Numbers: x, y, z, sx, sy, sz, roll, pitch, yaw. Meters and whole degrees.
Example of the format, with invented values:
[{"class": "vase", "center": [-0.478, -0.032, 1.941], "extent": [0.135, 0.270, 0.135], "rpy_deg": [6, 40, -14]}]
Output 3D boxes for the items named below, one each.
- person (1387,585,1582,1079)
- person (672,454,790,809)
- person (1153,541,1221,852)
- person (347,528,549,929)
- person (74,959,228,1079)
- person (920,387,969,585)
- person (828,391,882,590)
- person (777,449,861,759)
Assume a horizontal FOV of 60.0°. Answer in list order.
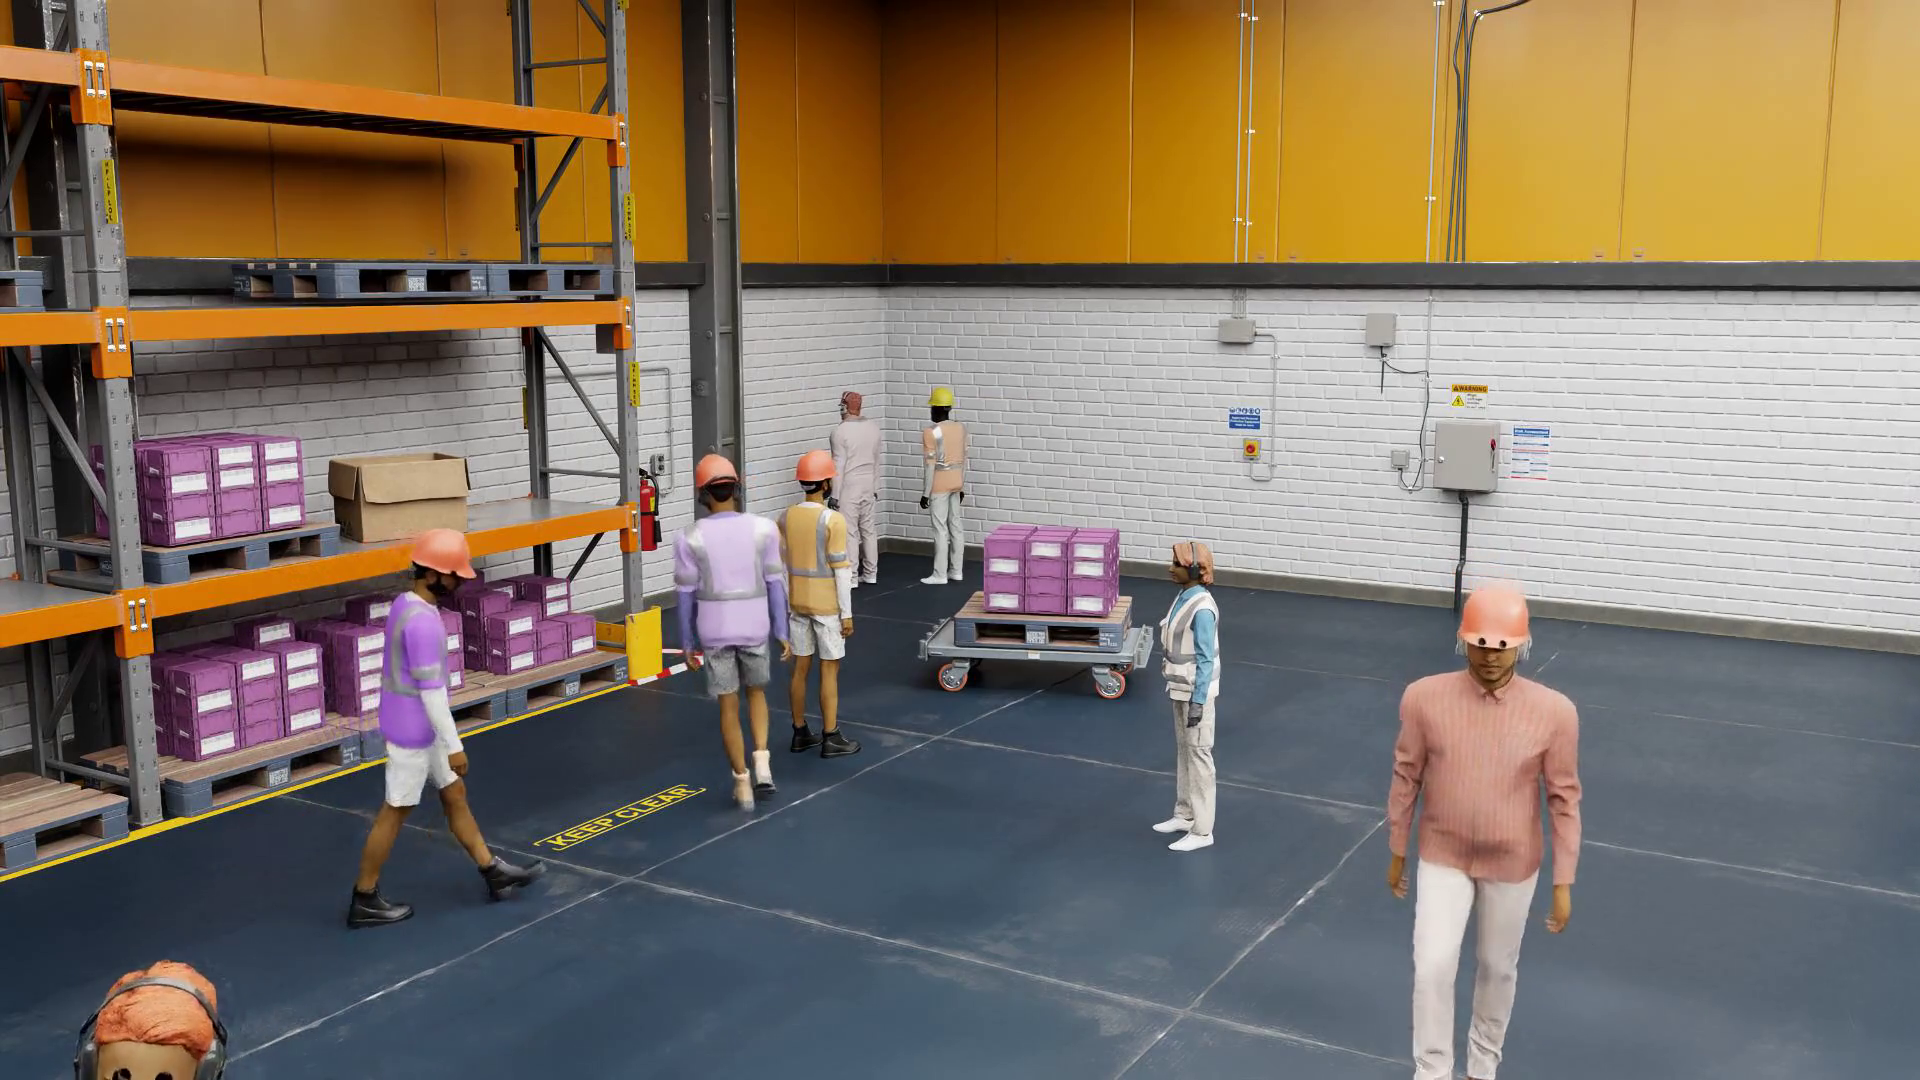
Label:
[{"class": "person", "center": [1.793, 1.137, 5.736], "extent": [0.646, 1.963, 0.817], "rpy_deg": [3, 10, 17]}, {"class": "person", "center": [-1.301, 0.520, 9.439], "extent": [0.642, 2.014, 0.472], "rpy_deg": [-3, 10, -17]}, {"class": "person", "center": [1.217, 0.815, 8.778], "extent": [0.310, 1.642, 0.514], "rpy_deg": [-1, 9, -6]}, {"class": "person", "center": [-2.432, 0.867, 7.738], "extent": [0.971, 1.866, 0.616], "rpy_deg": [-3, 10, -20]}, {"class": "person", "center": [-1.418, 1.622, 3.113], "extent": [0.599, 1.848, 0.892], "rpy_deg": [4, 10, 22]}, {"class": "person", "center": [-0.164, -0.522, 16.224], "extent": [0.360, 1.930, 0.589], "rpy_deg": [8, 12, 41]}, {"class": "person", "center": [-1.042, -0.479, 16.028], "extent": [0.400, 1.907, 0.644], "rpy_deg": [8, 12, 40]}, {"class": "person", "center": [-0.886, 0.400, 10.435], "extent": [0.545, 1.942, 0.354], "rpy_deg": [6, 11, 35]}]
